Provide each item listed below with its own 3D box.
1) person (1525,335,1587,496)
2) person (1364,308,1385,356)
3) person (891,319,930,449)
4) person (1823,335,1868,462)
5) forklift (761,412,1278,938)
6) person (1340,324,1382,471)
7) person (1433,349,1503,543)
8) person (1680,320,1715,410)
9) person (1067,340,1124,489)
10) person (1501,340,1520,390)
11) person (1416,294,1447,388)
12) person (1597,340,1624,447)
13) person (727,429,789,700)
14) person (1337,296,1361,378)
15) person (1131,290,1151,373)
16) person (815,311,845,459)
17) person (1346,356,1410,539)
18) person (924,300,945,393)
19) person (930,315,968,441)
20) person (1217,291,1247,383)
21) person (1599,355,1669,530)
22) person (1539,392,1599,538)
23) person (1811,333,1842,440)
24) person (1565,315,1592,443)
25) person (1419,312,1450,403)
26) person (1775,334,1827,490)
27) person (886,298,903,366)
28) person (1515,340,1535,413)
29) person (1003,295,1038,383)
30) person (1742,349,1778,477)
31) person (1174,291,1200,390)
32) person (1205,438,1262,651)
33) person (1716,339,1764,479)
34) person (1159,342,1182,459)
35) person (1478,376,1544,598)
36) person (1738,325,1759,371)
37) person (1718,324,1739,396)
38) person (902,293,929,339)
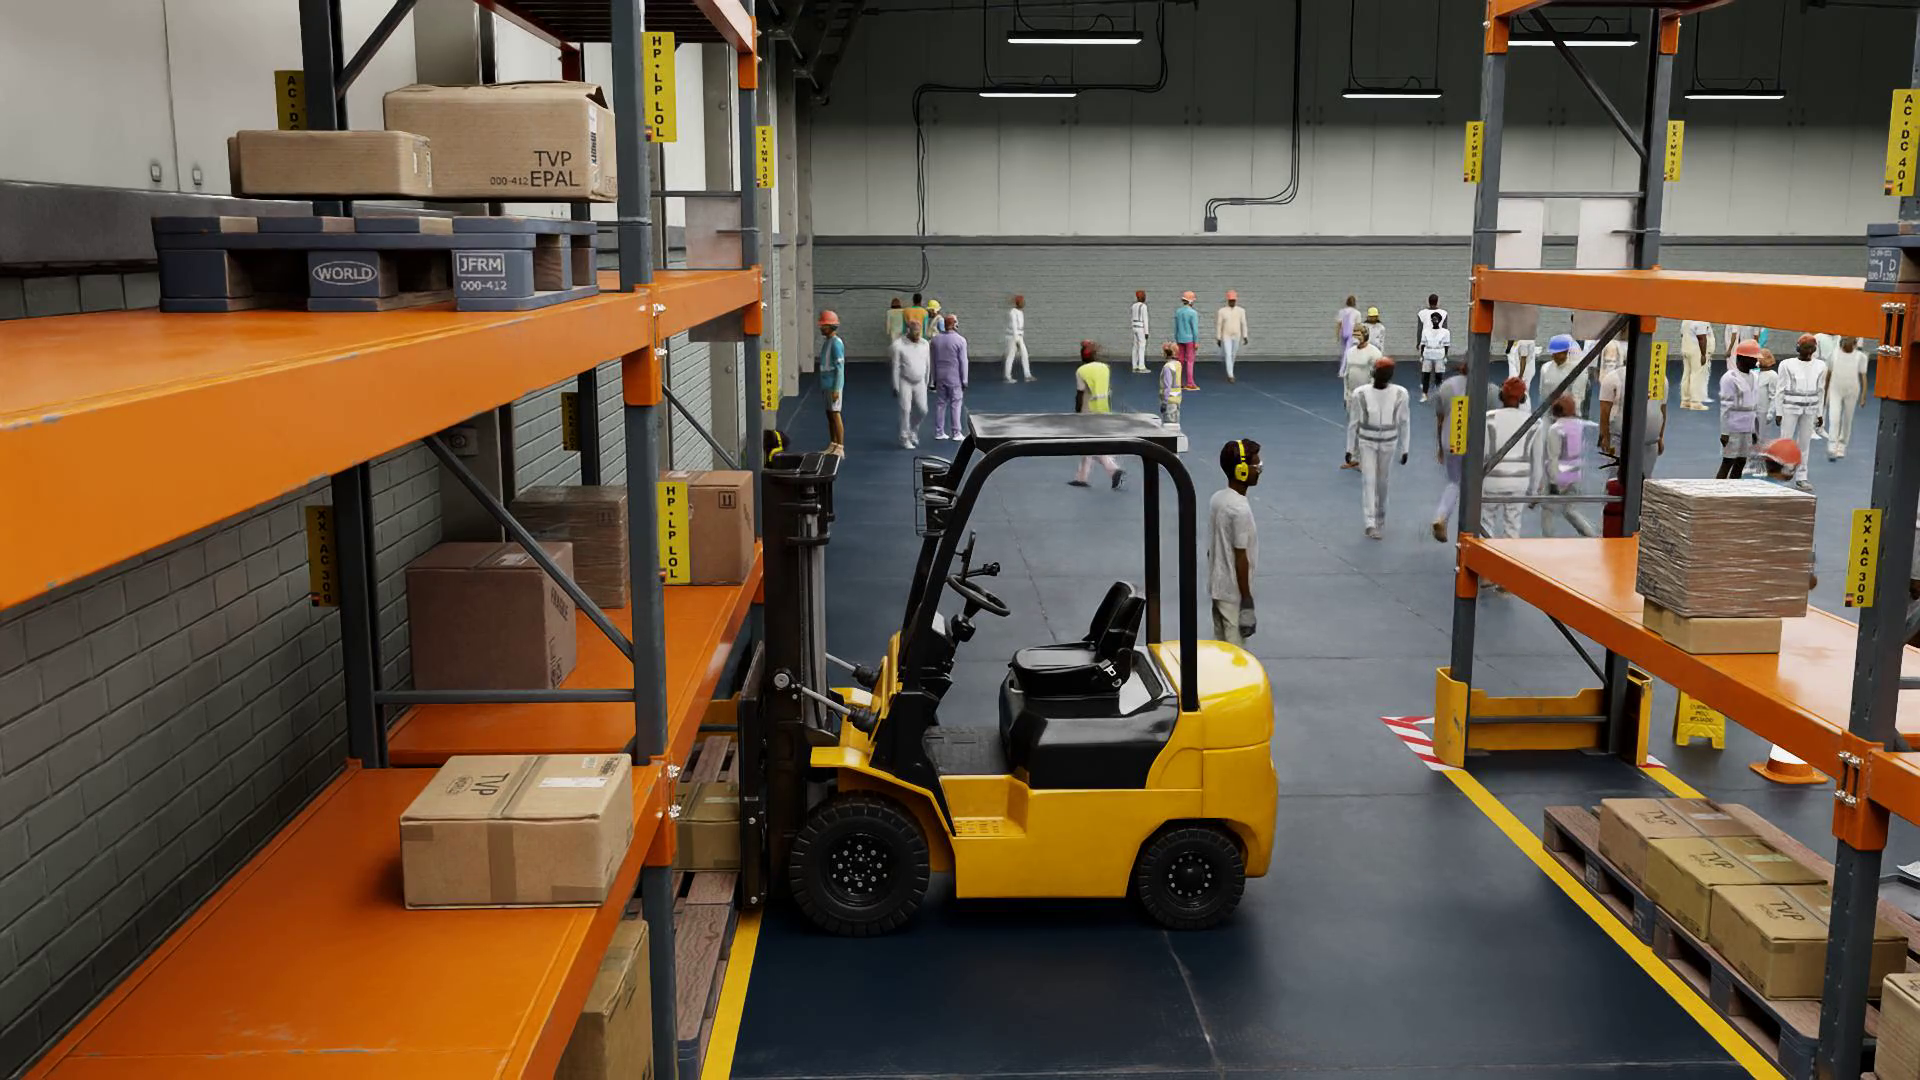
[{"bbox_3d":[6.951,-1.434,19.439,0.846,1.906,0.616,-9,13,-41],"label":"person"},{"bbox_3d":[7.814,-3.540,31.609,0.485,1.745,0.296,0,10,2],"label":"person"},{"bbox_3d":[-0.699,-2.249,24.005,0.662,1.887,0.437,-6,12,-29],"label":"person"},{"bbox_3d":[12.108,-1.977,22.770,0.527,1.795,0.961,6,12,28],"label":"person"},{"bbox_3d":[0.291,0.548,7.580,2.313,2.155,1.214,0,10,-2],"label":"forklift"},{"bbox_3d":[5.252,-1.861,21.757,0.380,1.930,0.625,-6,12,-29],"label":"person"},{"bbox_3d":[4.956,-0.910,16.132,0.602,2.000,0.695,-10,14,-43],"label":"person"},{"bbox_3d":[13.174,-3.341,29.673,0.538,2.000,0.683,-1,10,-4],"label":"person"},{"bbox_3d":[1.652,-1.510,20.122,0.799,1.819,0.566,8,13,38],"label":"person"},{"bbox_3d":[11.118,-3.899,33.331,0.429,1.846,0.626,9,14,41],"label":"person"},{"bbox_3d":[9.666,-4.069,34.073,0.597,1.915,0.370,2,10,10],"label":"person"},{"bbox_3d":[9.510,-2.298,24.199,0.392,1.925,0.548,5,11,24],"label":"person"},{"bbox_3d":[-1.224,0.236,10.348,0.491,1.844,0.683,-1,10,-7],"label":"person"},{"bbox_3d":[8.628,-4.488,36.764,0.533,1.793,0.989,9,13,40],"label":"person"},{"bbox_3d":[4.132,-4.765,38.045,0.355,1.884,0.575,-5,11,-27],"label":"person"},{"bbox_3d":[-1.795,-2.121,22.874,0.383,2.040,0.616,-4,11,-19],"label":"person"},{"bbox_3d":[4.280,-0.971,17.045,0.621,1.855,0.893,1,10,7],"label":"person"},{"bbox_3d":[-0.505,-3.842,33.044,0.404,1.832,0.592,-5,11,-26],"label":"person"},{"bbox_3d":[-0.142,-2.438,25.051,0.646,1.899,0.399,7,12,34],"label":"person"},{"bbox_3d":[5.795,-4.348,35.541,0.606,1.956,1.007,-2,10,-10],"label":"person"},{"bbox_3d":[6.920,-1.073,17.036,0.684,2.000,0.538,0,10,1],"label":"person"},{"bbox_3d":[5.613,-0.558,15.336,0.515,1.615,0.628,-7,12,-34],"label":"person"},{"bbox_3d":[13.132,-2.492,25.290,0.590,1.916,0.393,-5,11,-27],"label":"person"},{"bbox_3d":[9.099,-2.400,24.636,0.614,1.963,0.362,-5,11,-24],"label":"person"},{"bbox_3d":[8.772,-3.367,30.778,0.532,1.696,0.319,5,11,26],"label":"person"},{"bbox_3d":[10.128,-1.537,20.063,0.576,1.883,0.355,0,10,2],"label":"person"},{"bbox_3d":[-1.536,-5.014,40.129,0.498,1.633,0.283,-3,11,-18],"label":"person"},{"bbox_3d":[8.724,-2.536,25.771,0.350,1.837,0.502,4,11,22],"label":"person"},{"bbox_3d":[1.283,-4.227,35.127,0.848,1.846,0.591,5,11,25],"label":"person"},{"bbox_3d":[10.195,-1.618,21.207,0.278,1.633,0.507,-2,10,-12],"label":"person"},{"bbox_3d":[4.586,-4.017,33.563,0.376,1.995,0.609,-8,13,-39],"label":"person"},{"bbox_3d":[1.586,0.346,9.607,0.329,1.874,0.518,-2,10,-10],"label":"person"},{"bbox_3d":[8.518,-1.217,18.136,0.552,1.933,0.372,-6,12,-30],"label":"person"},{"bbox_3d":[2.848,-1.856,22.515,0.307,1.640,0.520,4,11,23],"label":"person"},{"bbox_3d":[4.608,-0.448,14.060,0.589,1.857,0.514,2,10,9],"label":"person"},{"bbox_3d":[14.775,-3.519,31.176,0.317,1.861,0.514,-3,11,-15],"label":"person"},{"bbox_3d":[14.962,-3.708,32.261,0.345,1.846,0.507,6,12,28],"label":"person"},{"bbox_3d":[-0.973,-4.355,35.723,0.607,1.897,0.699,2,10,11],"label":"person"}]
